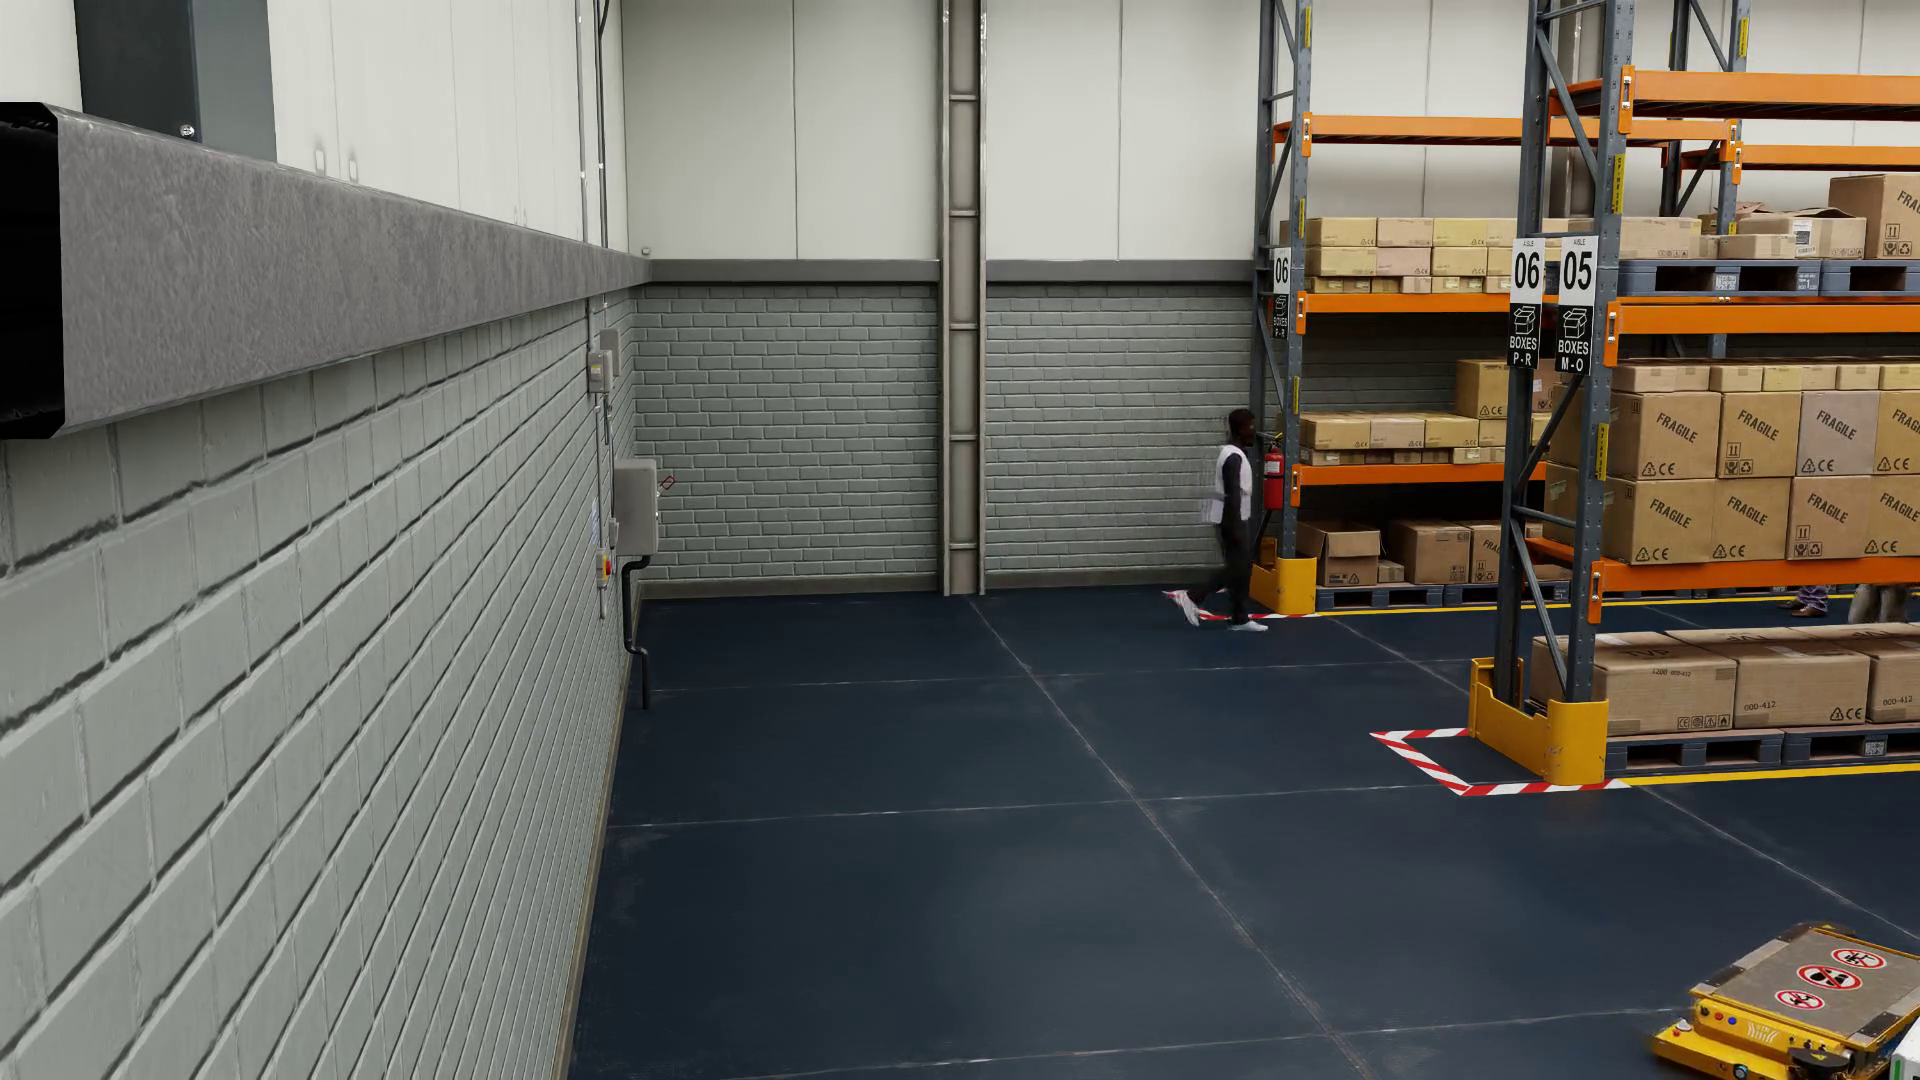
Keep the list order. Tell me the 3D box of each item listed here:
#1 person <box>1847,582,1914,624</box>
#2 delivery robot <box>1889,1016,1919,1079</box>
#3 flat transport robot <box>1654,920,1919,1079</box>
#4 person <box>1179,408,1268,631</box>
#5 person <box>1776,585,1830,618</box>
[{"bbox_3d":[6.594,0.312,11.842,0.384,1.629,0.516,-2,9,-12],"label":"person"},{"bbox_3d":[3.467,1.791,5.734,0.477,0.478,0.707,8,12,41],"label":"delivery robot"},{"bbox_3d":[3.402,1.843,6.571,1.431,0.197,0.652,-8,12,-41],"label":"flat transport robot"},{"bbox_3d":[2.239,-0.157,13.906,0.651,1.898,0.605,2,9,13],"label":"person"},{"bbox_3d":[7.454,-0.271,14.585,0.402,1.906,0.651,2,9,10],"label":"person"}]
